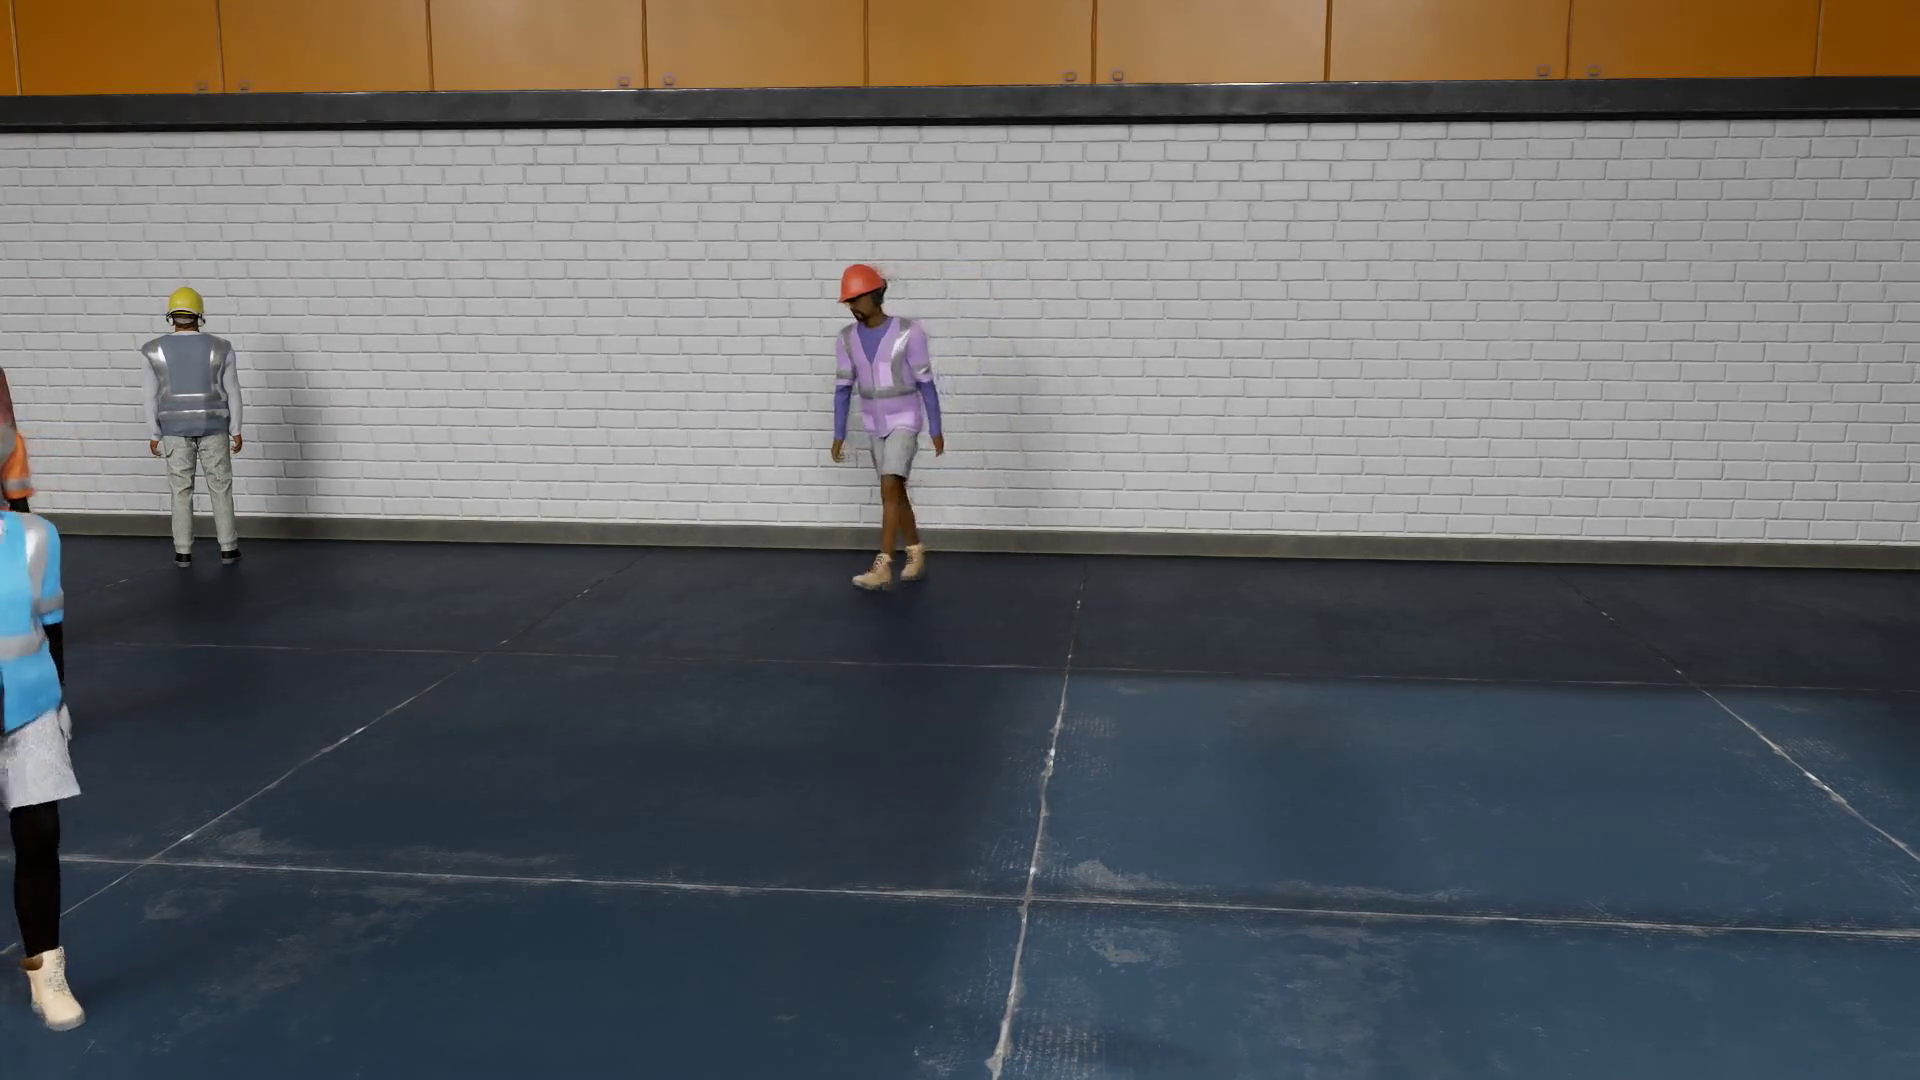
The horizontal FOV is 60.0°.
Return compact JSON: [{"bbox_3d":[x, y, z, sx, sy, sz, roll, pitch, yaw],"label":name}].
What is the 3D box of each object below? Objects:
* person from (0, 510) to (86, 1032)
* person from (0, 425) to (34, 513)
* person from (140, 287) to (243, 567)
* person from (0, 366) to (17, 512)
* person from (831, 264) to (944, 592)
[{"bbox_3d":[-2.701,0.463,4.507,0.726,1.676,0.538,8,13,38],"label":"person"},{"bbox_3d":[-4.198,0.043,6.984,0.842,1.653,0.538,8,13,40],"label":"person"},{"bbox_3d":[-5.024,-0.737,10.930,0.594,1.832,0.404,-4,11,-23],"label":"person"},{"bbox_3d":[-4.974,-0.335,8.415,0.652,1.906,0.402,5,11,28],"label":"person"},{"bbox_3d":[-0.479,-0.682,10.171,0.657,1.976,0.917,6,12,32],"label":"person"}]
